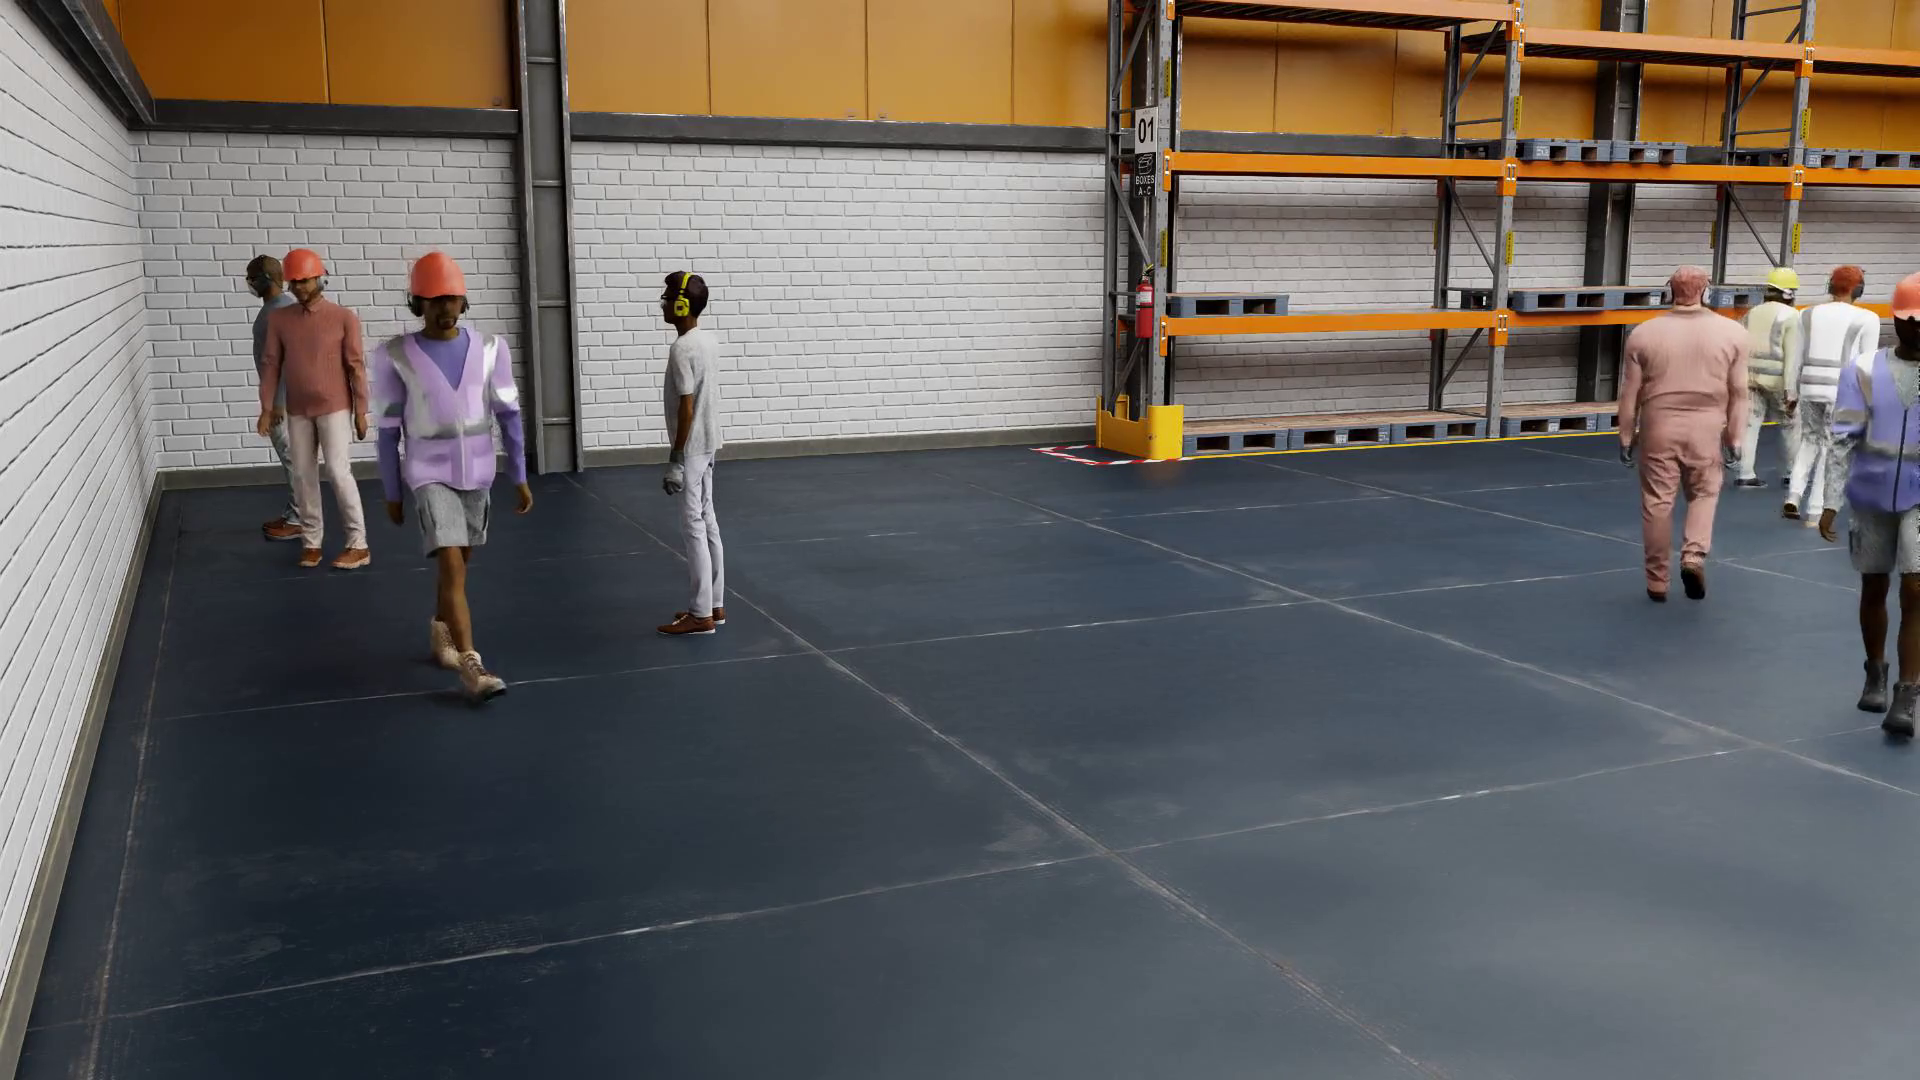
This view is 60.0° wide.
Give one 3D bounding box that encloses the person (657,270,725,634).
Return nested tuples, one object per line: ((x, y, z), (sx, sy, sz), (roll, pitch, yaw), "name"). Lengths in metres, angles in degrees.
((-1.403, -0.443, 8.604), (0.329, 1.873, 0.507), (2, 10, 9), "person")

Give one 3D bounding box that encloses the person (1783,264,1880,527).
((6.183, -1.014, 11.795), (0.407, 1.867, 0.578), (-8, 13, -37), "person")

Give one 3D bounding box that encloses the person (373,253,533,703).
((-2.297, -0.296, 7.527), (0.611, 1.980, 1.102), (-8, 13, -37), "person")

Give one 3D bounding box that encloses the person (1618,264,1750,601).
((4.022, -0.583, 9.300), (0.667, 1.895, 0.428), (4, 11, 21), "person")

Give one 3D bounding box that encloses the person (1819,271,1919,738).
((3.878, -0.150, 6.898), (0.552, 1.892, 0.913), (7, 12, 34), "person")

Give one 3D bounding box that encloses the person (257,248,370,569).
((-4.011, -0.807, 10.331), (0.620, 1.979, 0.503), (2, 10, 11), "person")

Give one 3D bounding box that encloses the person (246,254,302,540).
((-4.641, -0.969, 11.361), (0.370, 1.934, 0.627), (-4, 11, -21), "person")

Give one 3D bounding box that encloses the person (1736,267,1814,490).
((6.696, -1.300, 13.539), (0.758, 1.804, 0.627), (-3, 11, -19), "person")
